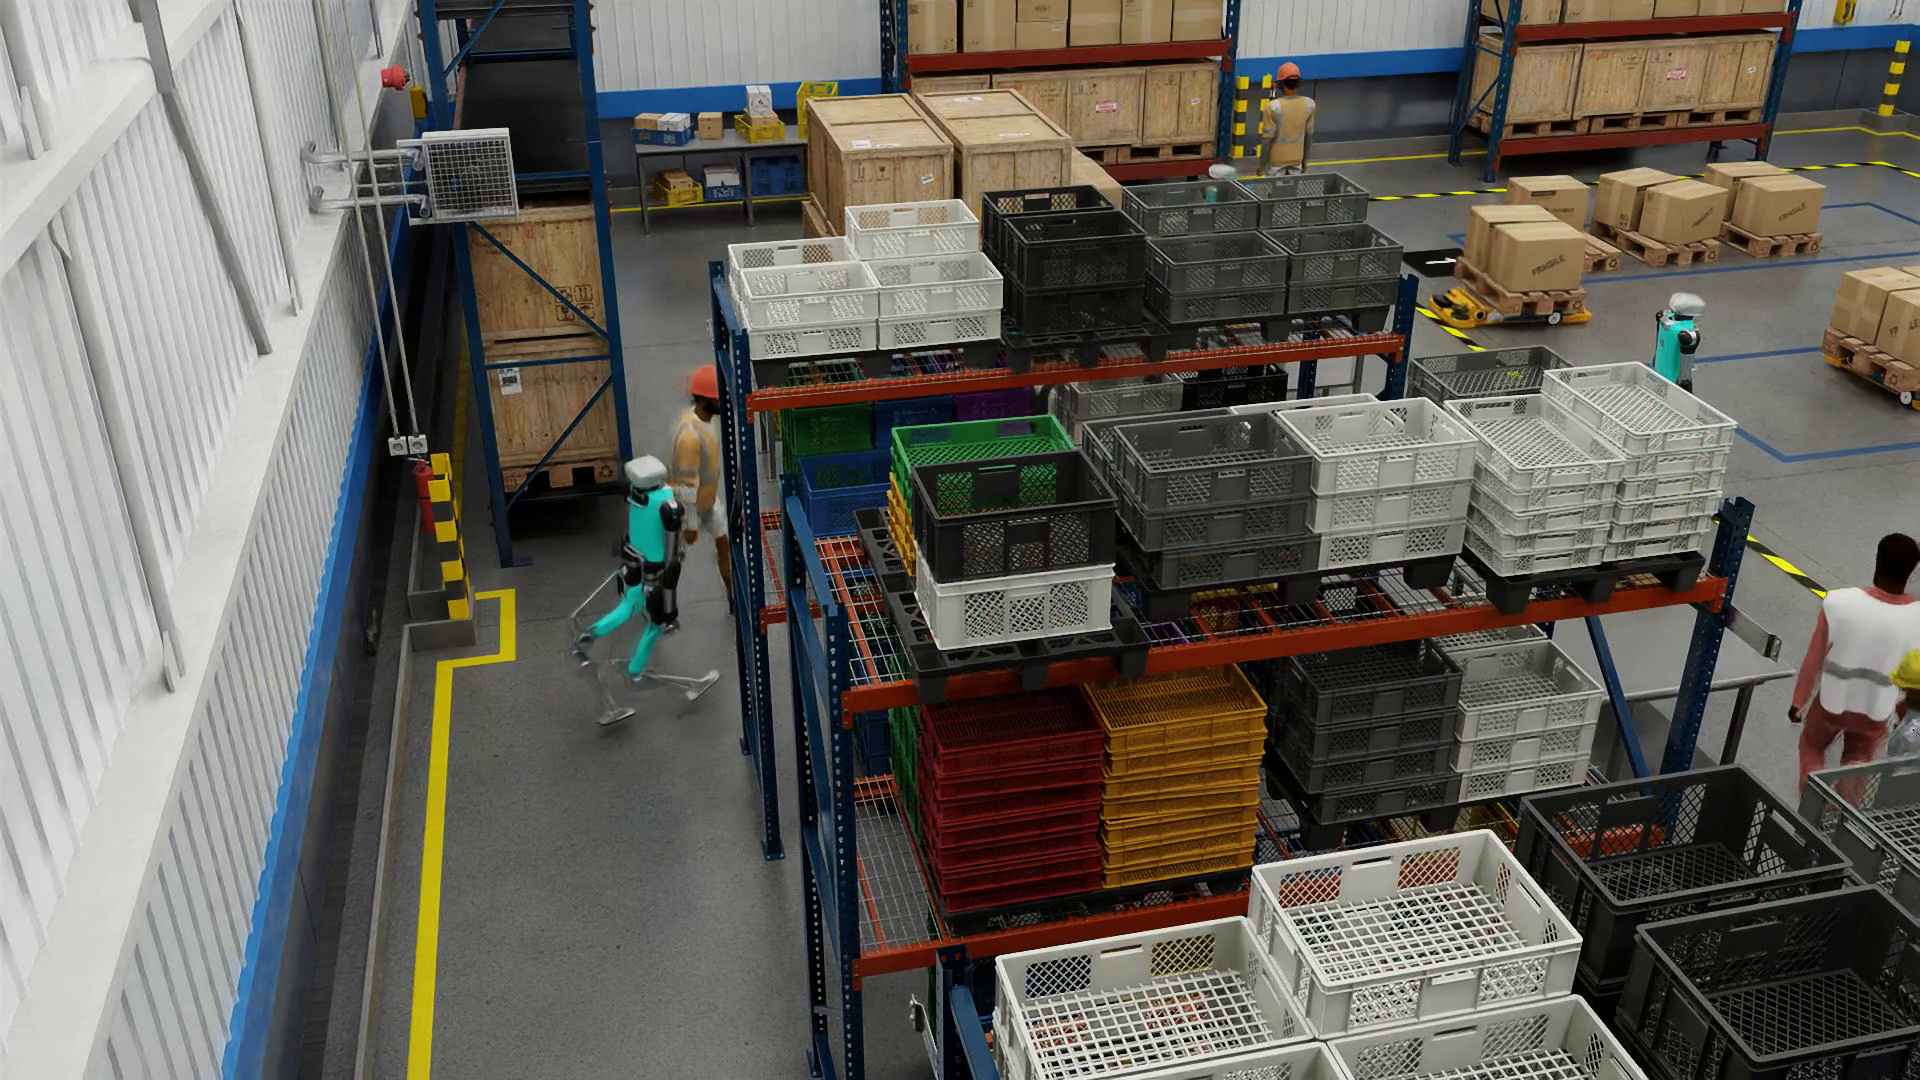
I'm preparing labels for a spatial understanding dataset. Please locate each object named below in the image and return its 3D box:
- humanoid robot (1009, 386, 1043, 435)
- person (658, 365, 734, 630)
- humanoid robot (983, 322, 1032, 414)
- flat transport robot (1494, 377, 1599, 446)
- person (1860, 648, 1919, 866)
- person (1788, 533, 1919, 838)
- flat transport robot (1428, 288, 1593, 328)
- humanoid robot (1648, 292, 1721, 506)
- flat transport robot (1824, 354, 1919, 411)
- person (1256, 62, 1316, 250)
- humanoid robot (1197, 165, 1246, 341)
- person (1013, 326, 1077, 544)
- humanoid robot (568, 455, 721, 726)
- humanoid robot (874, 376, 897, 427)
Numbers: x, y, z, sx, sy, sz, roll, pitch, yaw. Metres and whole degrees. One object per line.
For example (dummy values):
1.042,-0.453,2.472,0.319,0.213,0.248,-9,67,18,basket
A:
0.382,-0.368,11.238,0.597,1.640,0.505,21,34,34,humanoid robot
-1.735,-0.262,10.838,0.849,1.872,0.561,5,28,10,person
0.262,-0.978,12.450,0.727,1.907,0.542,-7,29,-14,humanoid robot
4.780,-1.036,14.013,0.659,0.231,1.431,-6,28,-12,flat transport robot
4.673,1.285,8.083,0.816,1.691,0.525,24,36,38,person
4.674,0.846,8.674,0.601,1.905,0.444,12,30,21,person
5.440,-2.332,16.441,1.431,0.197,0.652,-4,28,-7,flat transport robot
5.404,-1.005,12.236,0.735,1.675,0.533,-1,28,-2,humanoid robot
8.473,-1.467,14.800,0.652,0.197,1.431,-6,28,-12,flat transport robot
3.489,-4.116,17.965,0.604,2.034,0.385,-8,29,-15,person
2.644,-2.679,15.557,1.001,1.729,0.539,-13,31,-24,humanoid robot
0.541,-0.592,11.503,0.508,1.833,0.350,5,28,9,person
-1.928,0.368,9.769,1.039,1.734,0.555,-23,36,-37,humanoid robot
-0.316,-0.475,11.385,0.912,1.756,0.543,-8,29,-15,humanoid robot
